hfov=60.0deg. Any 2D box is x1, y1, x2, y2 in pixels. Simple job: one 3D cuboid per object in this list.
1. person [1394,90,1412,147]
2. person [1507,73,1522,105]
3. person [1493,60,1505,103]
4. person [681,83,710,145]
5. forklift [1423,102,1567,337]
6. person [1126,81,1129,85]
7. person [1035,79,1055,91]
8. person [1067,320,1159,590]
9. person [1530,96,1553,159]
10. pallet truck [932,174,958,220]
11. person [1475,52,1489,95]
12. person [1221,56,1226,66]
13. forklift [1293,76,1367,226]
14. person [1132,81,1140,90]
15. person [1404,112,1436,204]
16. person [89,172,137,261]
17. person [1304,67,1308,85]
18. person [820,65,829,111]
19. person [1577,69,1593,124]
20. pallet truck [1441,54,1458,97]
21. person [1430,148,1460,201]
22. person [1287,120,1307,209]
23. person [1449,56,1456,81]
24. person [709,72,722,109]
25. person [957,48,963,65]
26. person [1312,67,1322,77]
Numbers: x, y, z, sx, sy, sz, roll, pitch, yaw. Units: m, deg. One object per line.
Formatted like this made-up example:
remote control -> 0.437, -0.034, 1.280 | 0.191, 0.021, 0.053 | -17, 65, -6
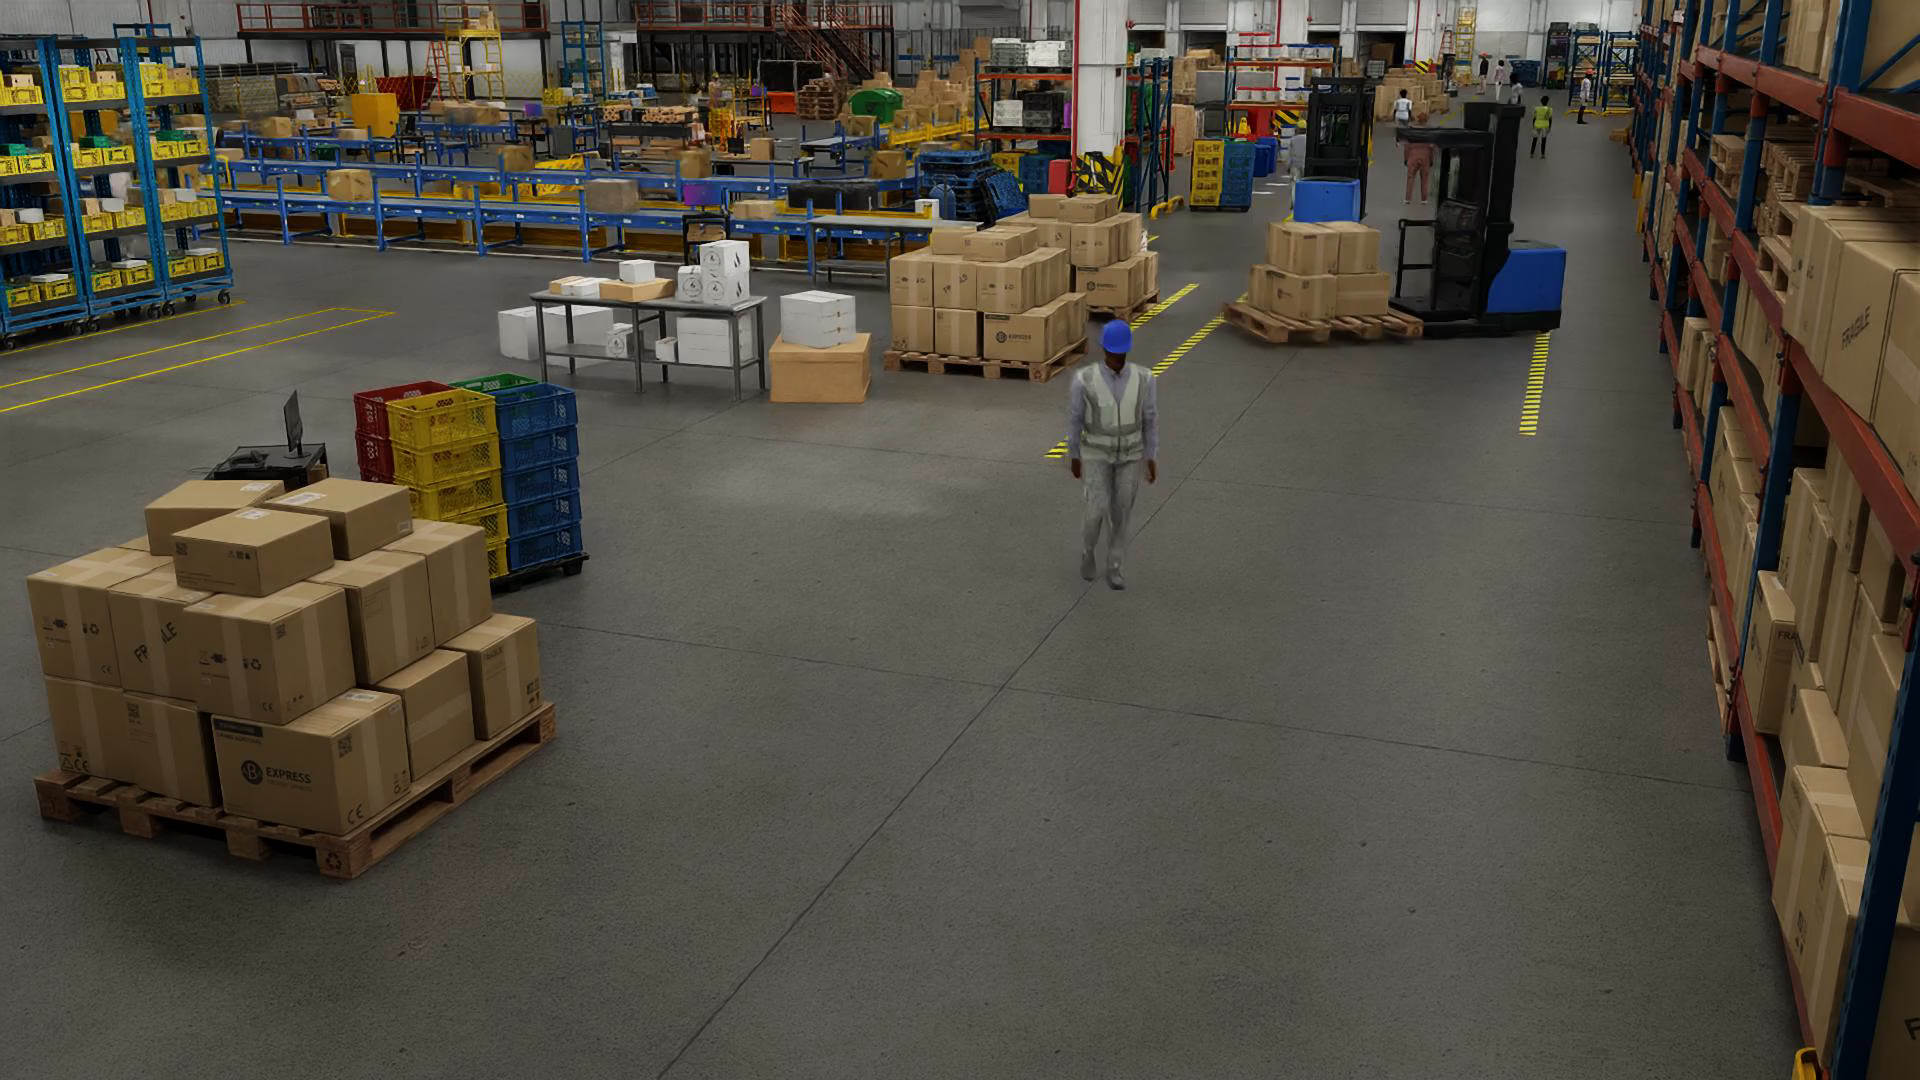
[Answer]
person -> 13.284, -12.677, 49.970 | 0.535, 1.656, 0.790 | 5, 18, 17
person -> 18.440, -14.575, 55.466 | 0.495, 1.943, 0.659 | 0, 18, -1
person -> 23.974, -20.391, 73.911 | 0.429, 1.841, 0.633 | 2, 18, 7
person -> -8.064, -12.890, 50.343 | 0.874, 1.844, 0.514 | 0, 18, 1
forklift -> 6.572, -4.037, 20.839 | 1.873, 2.768, 1.129 | -3, 18, -11
person -> 7.862, -22.288, 79.939 | 0.915, 1.799, 0.652 | -8, 19, -23
person -> 3.132, -16.326, 60.815 | 0.702, 2.000, 0.957 | -2, 18, -6
person -> 1.067, -0.586, 11.541 | 0.600, 1.923, 0.448 | -3, 18, -9
person -> 16.034, -11.375, 45.849 | 0.541, 1.684, 0.320 | 12, 21, 32
pallet truck -> -0.507, -5.292, 27.348 | 0.653, 1.274, 1.630 | 6, 19, 19
person -> 25.269, -22.519, 80.349 | 0.377, 1.995, 0.608 | -4, 18, -14
person -> 12.269, -21.781, 78.210 | 1.025, 1.894, 0.649 | -4, 18, -11
forklift -> 6.598, -6.755, 29.381 | 1.129, 2.768, 1.873 | 6, 19, 19
person -> 6.993, -18.167, 66.633 | 0.659, 2.020, 0.623 | 7, 19, 20
person -> 9.683, -8.052, 35.061 | 0.641, 1.899, 0.394 | 5, 18, 14
person -> -13.408, -5.305, 26.420 | 0.444, 1.896, 0.639 | 15, 23, 40
person -> 17.341, -23.663, 84.467 | 0.761, 1.671, 0.521 | 10, 20, 30
person -> -5.363, -17.738, 65.532 | 0.420, 1.865, 0.615 | 8, 19, 24
person -> 22.491, -15.931, 59.768 | 0.398, 1.928, 0.542 | 2, 18, 7
pallet truck -> 22.765, -21.886, 78.355 | 0.823, 1.965, 1.885 | -4, 18, -14
person -> 8.906, -6.439, 30.471 | 0.502, 1.608, 0.804 | 11, 21, 30
person -> 6.986, -7.686, 34.102 | 0.600, 1.783, 0.932 | 6, 19, 18
person -> 25.118, -23.945, 85.265 | 0.760, 1.734, 0.545 | 13, 22, 36
person -> -9.057, -16.394, 61.498 | 0.535, 1.749, 0.529 | -12, 21, -33
person -> 0.132, -27.528, 96.273 | 0.938, 1.885, 0.568 | -6, 19, -20
person -> 15.283, -19.574, 71.292 | 0.518, 1.876, 0.326 | -7, 19, -22
